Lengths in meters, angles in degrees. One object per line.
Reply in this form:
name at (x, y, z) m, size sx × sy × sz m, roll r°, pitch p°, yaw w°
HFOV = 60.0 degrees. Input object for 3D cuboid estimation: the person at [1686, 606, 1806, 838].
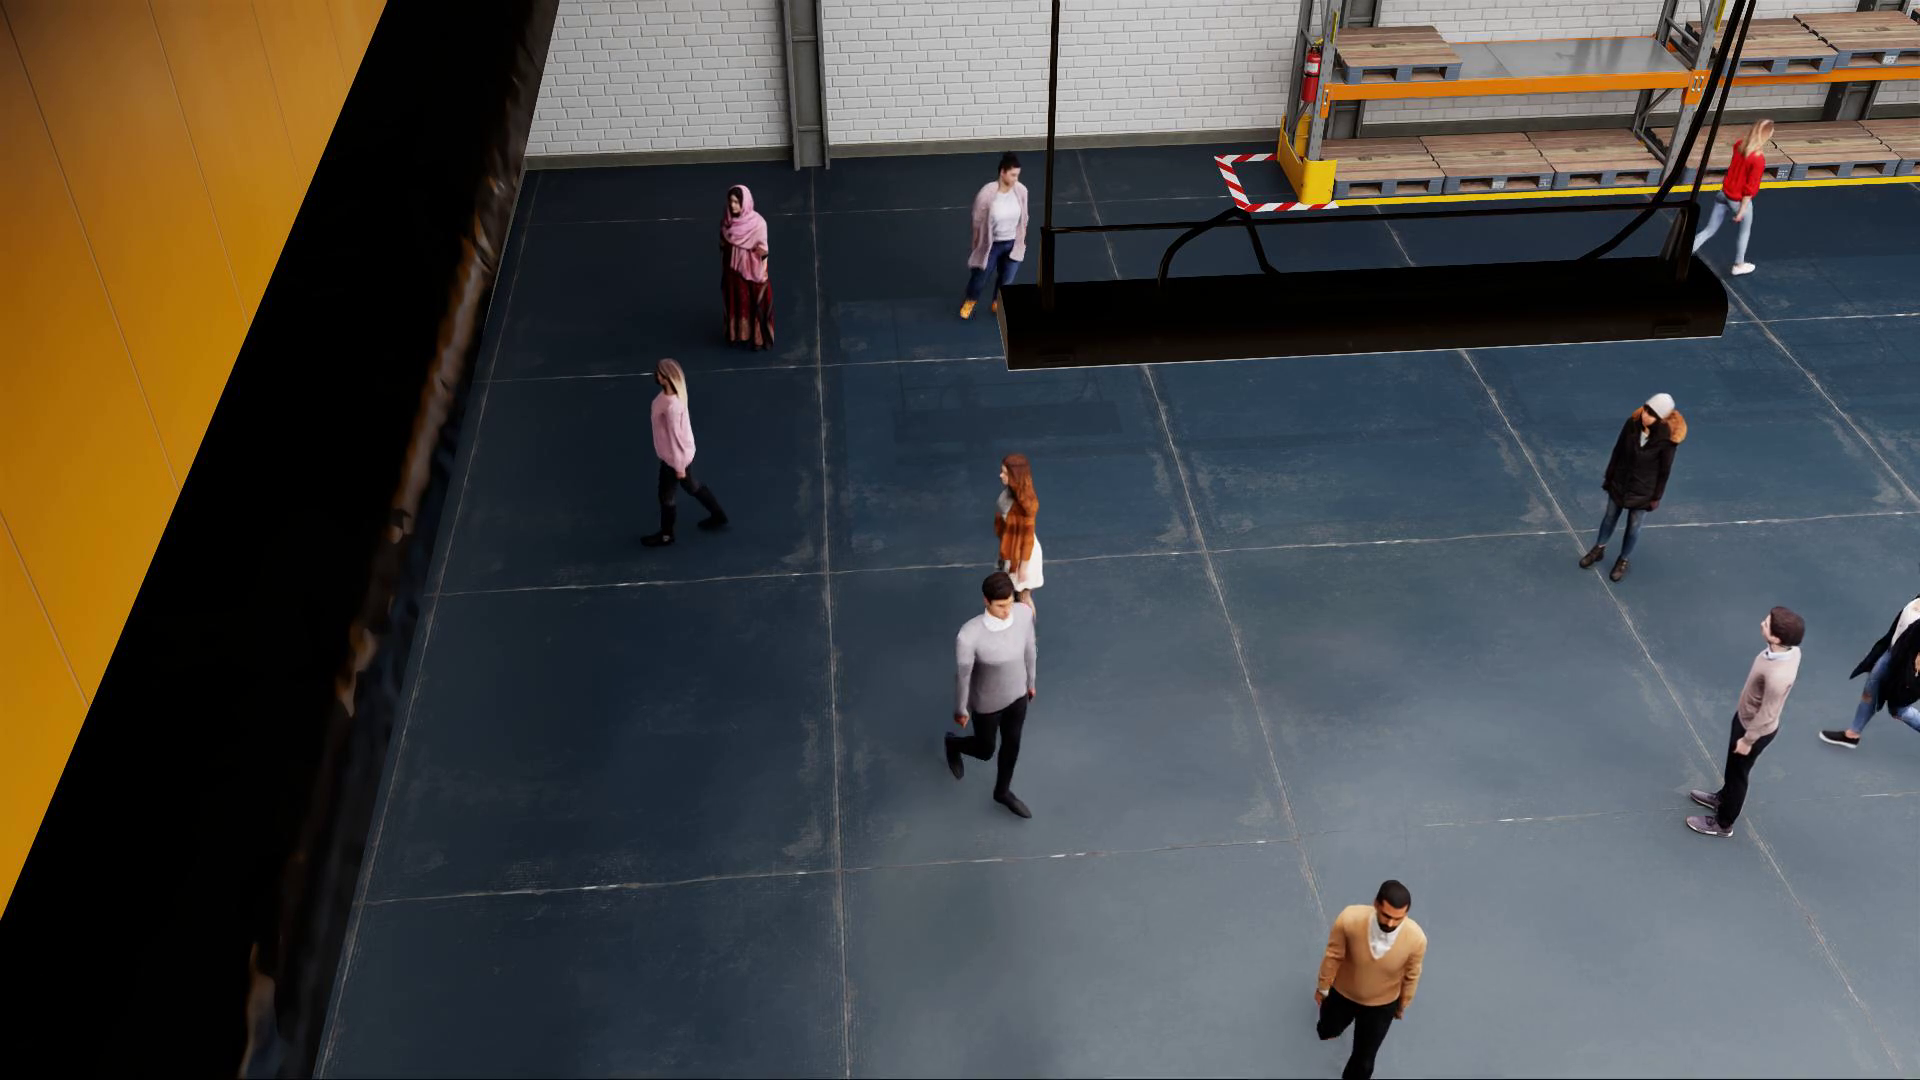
person at (4.974, 1.144, 10.440) m, size 0.711 × 1.807 × 0.706 m, roll 17°, pitch 42°, yaw 21°

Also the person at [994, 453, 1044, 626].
person at (0.440, 0.065, 11.867) m, size 0.592 × 1.713 × 0.642 m, roll -9°, pitch 40°, yaw -11°

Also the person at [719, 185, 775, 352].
person at (-1.952, -2.483, 15.117) m, size 0.680 × 1.639 × 0.809 m, roll 12°, pitch 40°, yaw 15°

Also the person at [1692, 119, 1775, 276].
person at (7.419, -3.275, 16.086) m, size 1.147 × 1.668 × 0.801 m, roll -12°, pitch 40°, yaw -14°

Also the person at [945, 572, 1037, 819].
person at (0.186, 0.929, 10.631) m, size 1.087 × 1.905 × 1.085 m, roll -23°, pitch 44°, yaw -26°

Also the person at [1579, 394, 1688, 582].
person at (5.089, -0.427, 12.546) m, size 0.779 × 1.635 × 0.732 m, roll -32°, pitch 48°, yaw -33°

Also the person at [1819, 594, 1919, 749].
person at (6.331, 0.832, 10.945) m, size 1.103 × 1.666 × 0.882 m, roll 12°, pitch 40°, yaw 15°

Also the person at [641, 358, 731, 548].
person at (-2.114, -0.683, 12.837) m, size 0.921 × 1.671 × 0.611 m, roll -4°, pitch 39°, yaw -5°

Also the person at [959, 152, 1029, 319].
person at (0.325, -2.806, 15.469) m, size 0.700 × 1.704 × 0.913 m, roll -4°, pitch 39°, yaw -5°

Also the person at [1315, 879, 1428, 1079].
person at (2.169, 2.382, 8.947) m, size 1.028 × 1.736 × 0.974 m, roll 13°, pitch 40°, yaw 15°
